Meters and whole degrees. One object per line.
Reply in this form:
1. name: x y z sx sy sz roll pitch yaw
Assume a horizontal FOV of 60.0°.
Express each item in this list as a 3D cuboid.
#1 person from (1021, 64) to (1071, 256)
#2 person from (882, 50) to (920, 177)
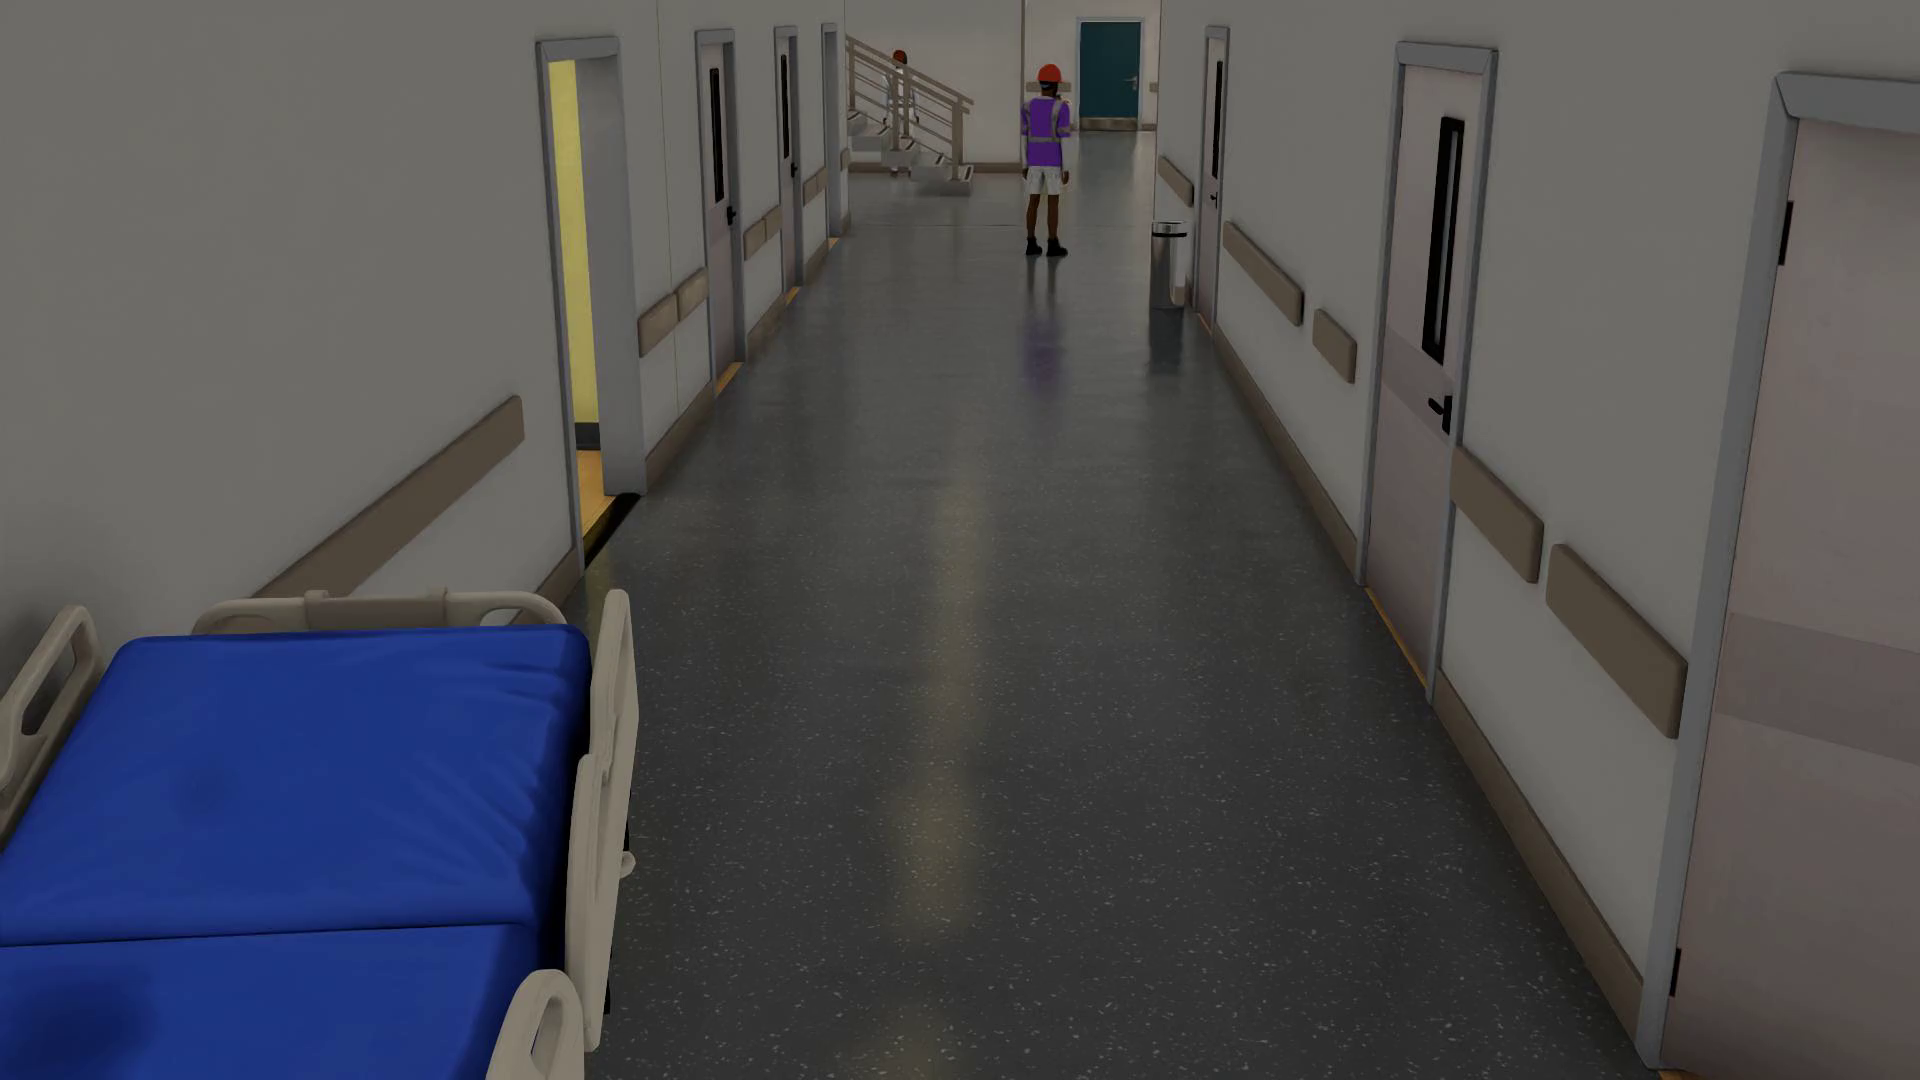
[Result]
1. person: 0.892 -3.901 17.125 0.549 1.936 0.360 9 20 27
2. person: -0.896 -6.491 25.347 0.572 1.886 0.355 0 18 1
